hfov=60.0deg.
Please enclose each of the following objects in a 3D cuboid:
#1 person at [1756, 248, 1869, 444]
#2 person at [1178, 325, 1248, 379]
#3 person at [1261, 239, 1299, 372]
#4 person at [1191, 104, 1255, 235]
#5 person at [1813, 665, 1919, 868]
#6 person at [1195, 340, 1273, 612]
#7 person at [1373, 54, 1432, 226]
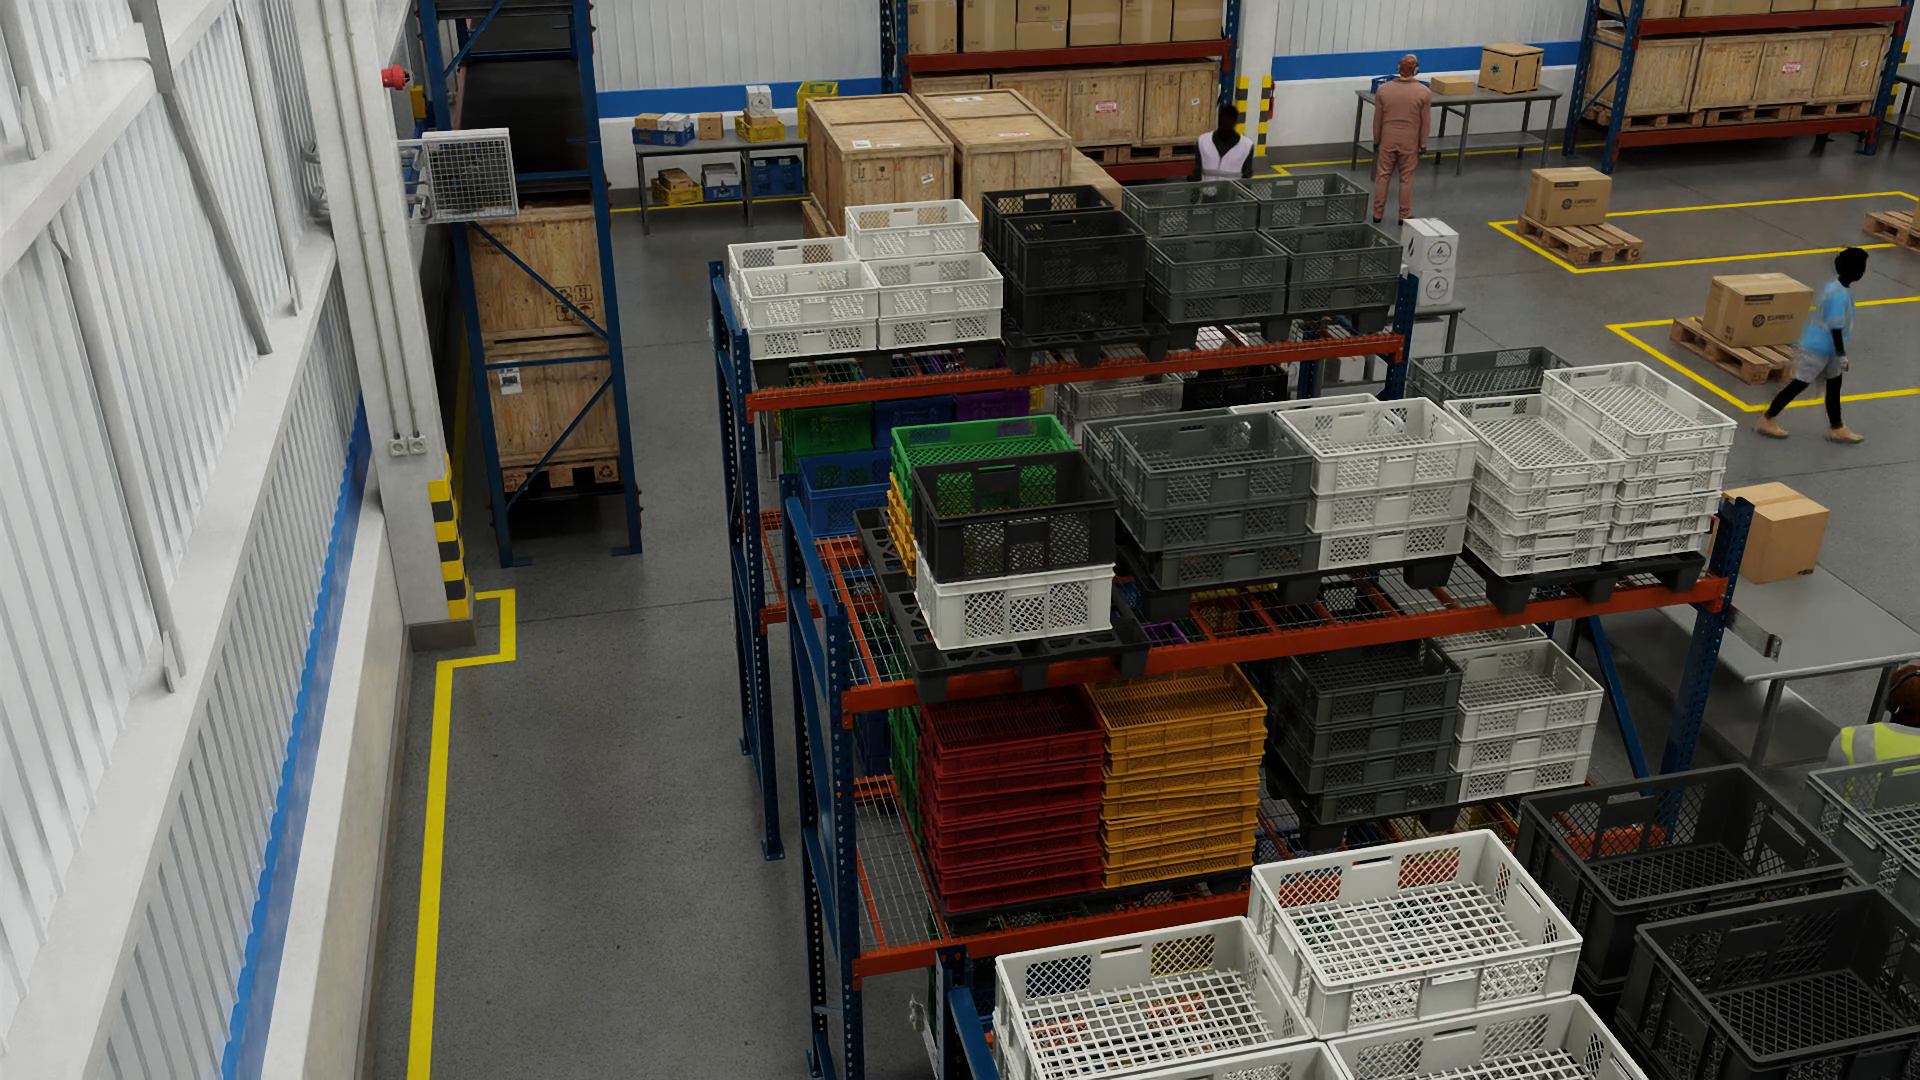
[{"bbox_3d":[7.056,-1.569,13.513,0.806,1.655,0.541,17,32,29],"label":"person"},{"bbox_3d":[1.824,-0.983,12.177,0.578,1.878,0.345,24,36,37],"label":"person"},{"bbox_3d":[2.535,-1.474,13.112,0.314,1.869,0.534,11,30,19],"label":"person"},{"bbox_3d":[2.635,-3.456,16.823,0.607,1.915,0.431,9,29,16],"label":"person"},{"bbox_3d":[4.225,1.401,7.702,0.630,1.836,0.430,5,28,10],"label":"person"},{"bbox_3d":[1.758,-0.434,11.070,0.627,1.936,0.374,13,30,22],"label":"person"},{"bbox_3d":[5.002,-4.542,18.893,0.643,1.908,0.410,12,30,21],"label":"person"}]
